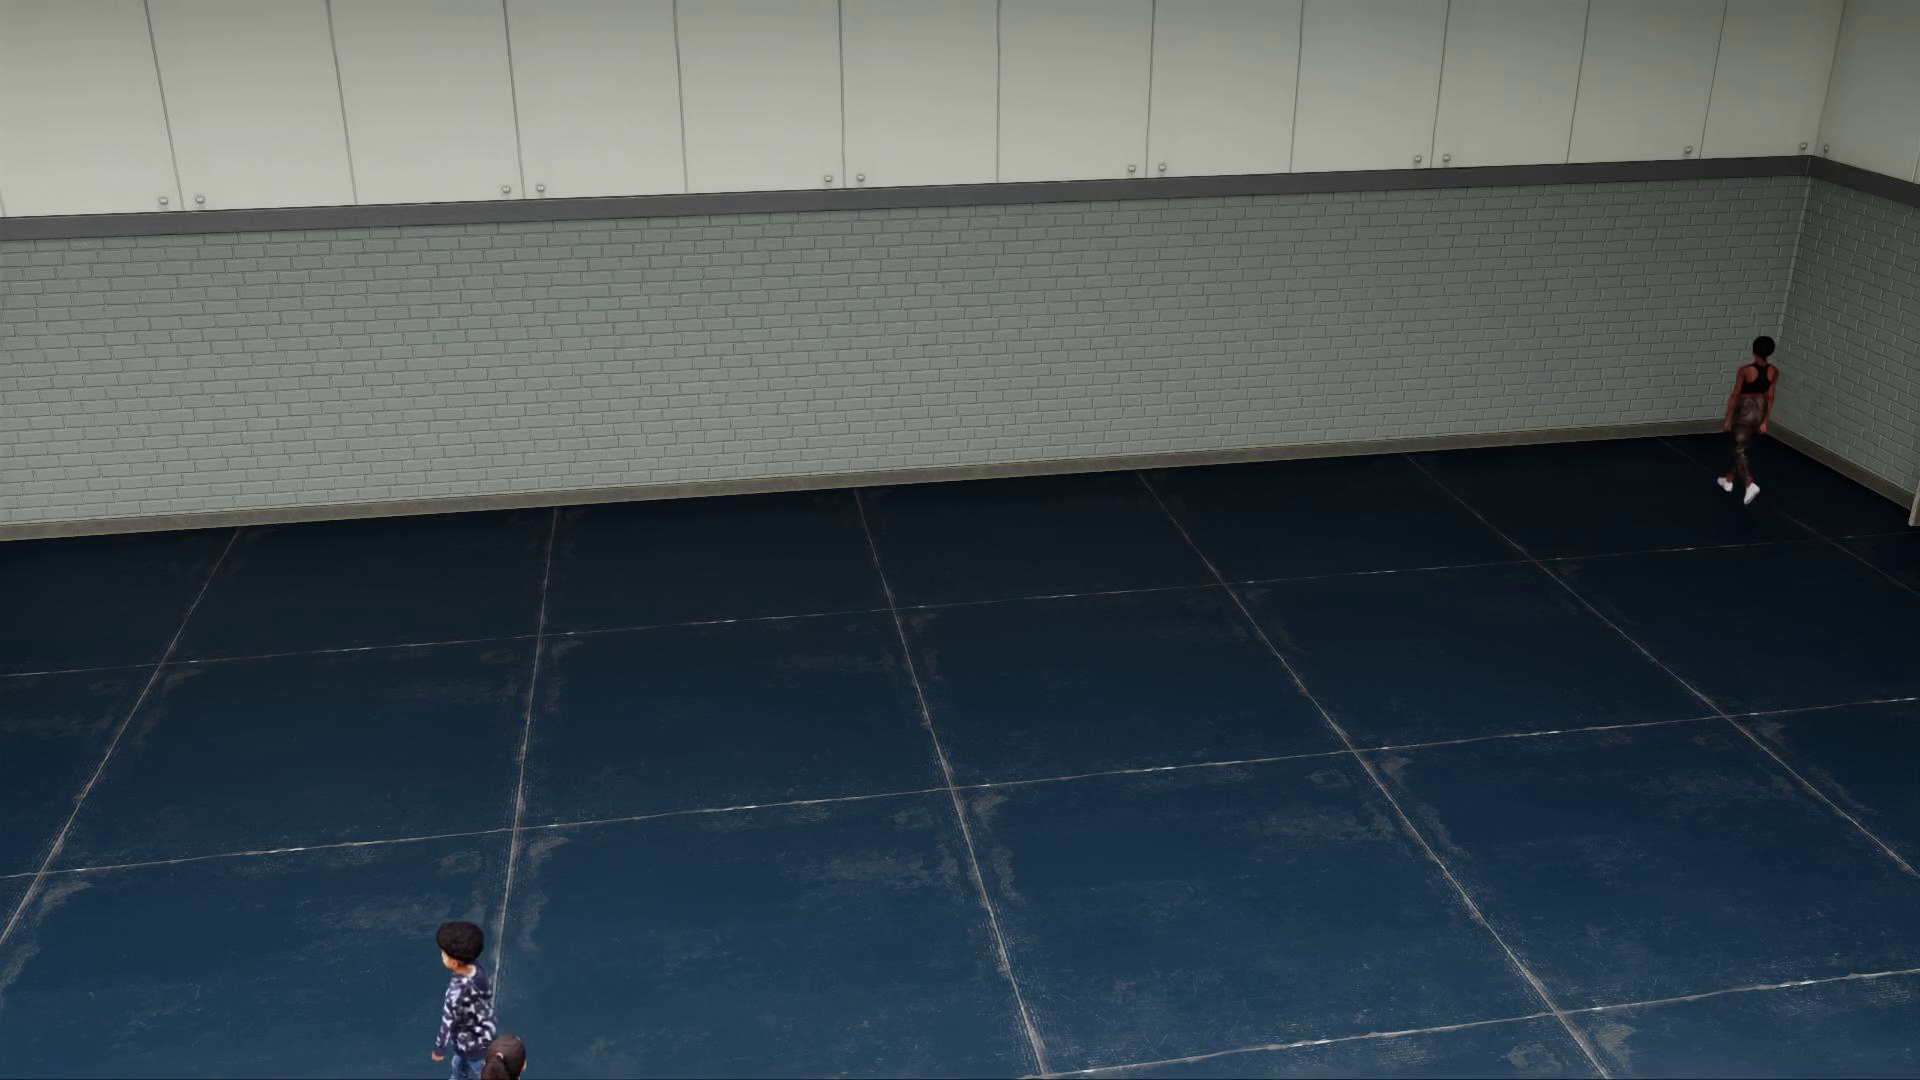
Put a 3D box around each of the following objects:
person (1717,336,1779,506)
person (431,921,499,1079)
[{"bbox_3d":[7.839,-1.172,16.480,0.701,1.675,1.122,0,23,0],"label":"person"},{"bbox_3d":[-2.415,2.501,8.423,0.666,1.221,0.797,1,23,2],"label":"person"}]
